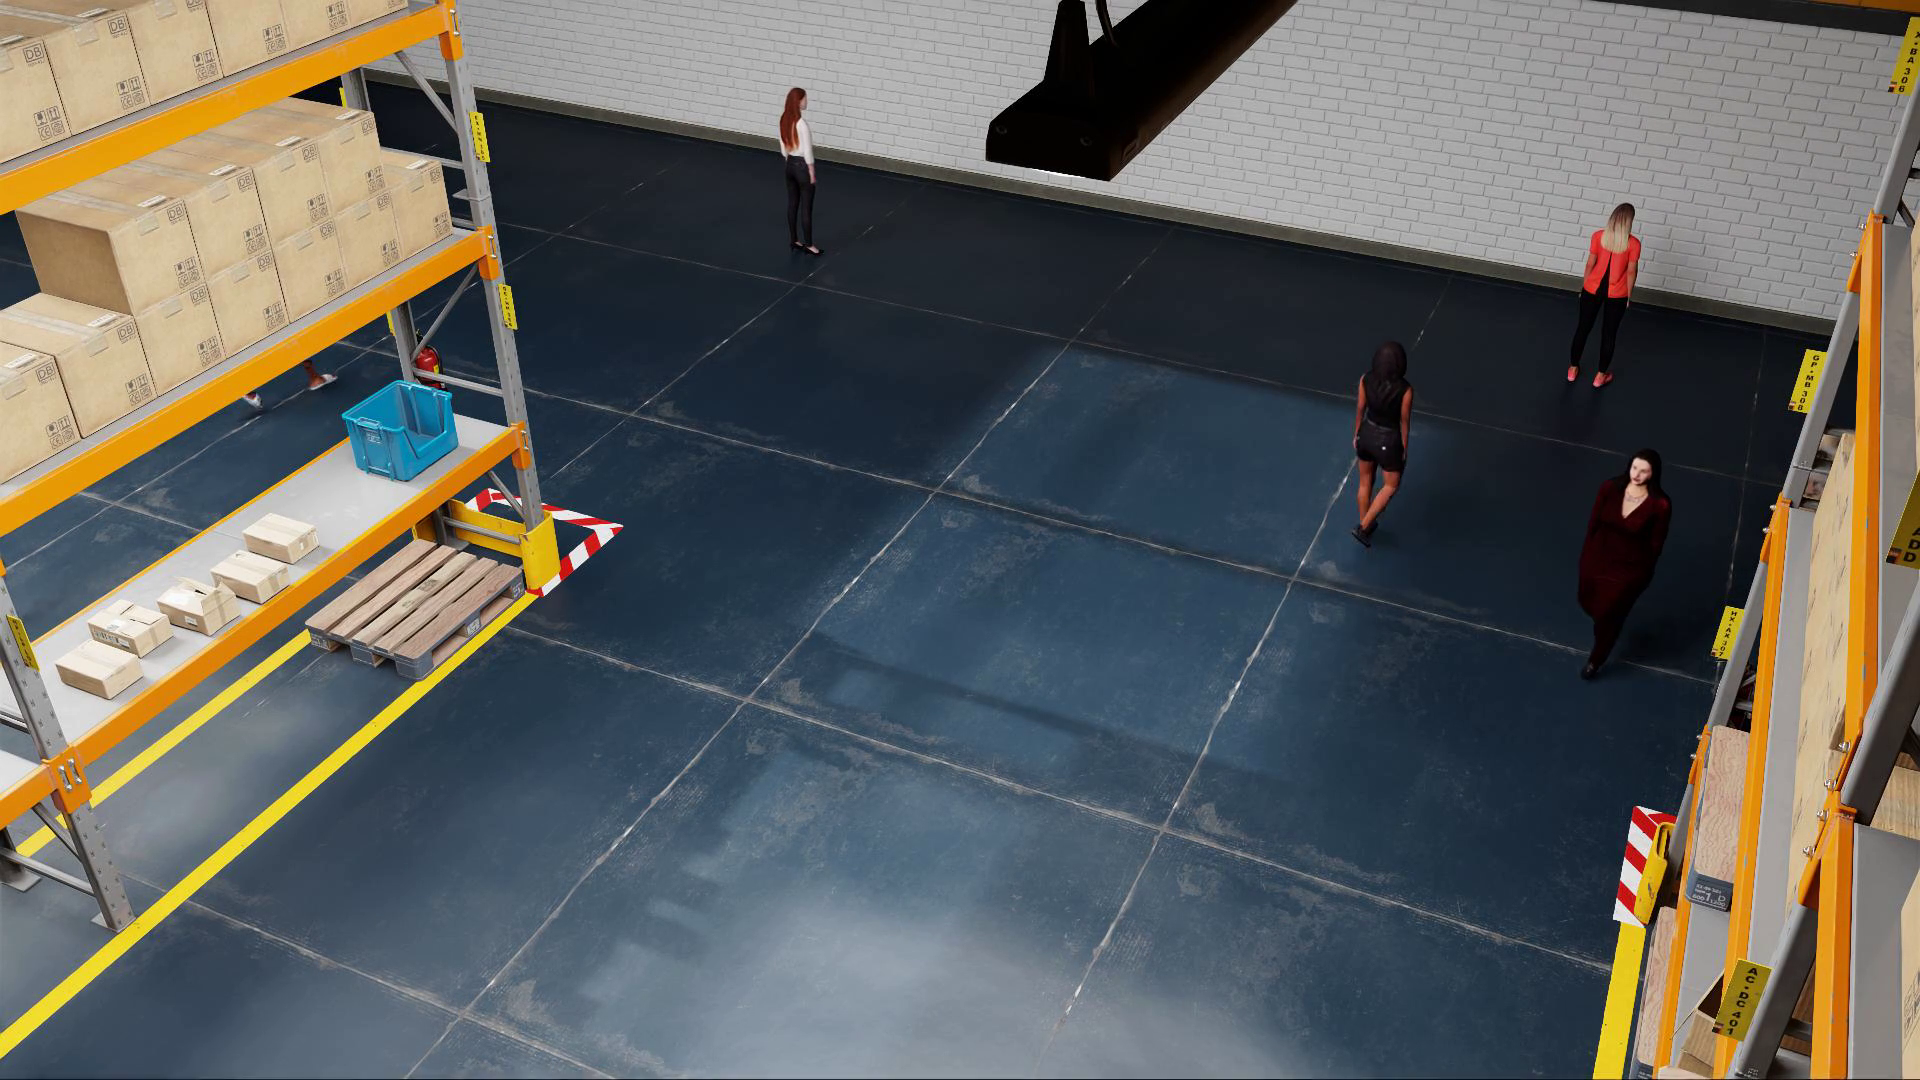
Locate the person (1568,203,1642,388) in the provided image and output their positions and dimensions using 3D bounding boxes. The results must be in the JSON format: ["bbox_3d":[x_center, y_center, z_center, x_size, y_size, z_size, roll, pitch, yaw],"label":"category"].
[{"bbox_3d":[5.736,-2.191,14.796,0.625,1.693,0.572,20,39,28],"label":"person"}]

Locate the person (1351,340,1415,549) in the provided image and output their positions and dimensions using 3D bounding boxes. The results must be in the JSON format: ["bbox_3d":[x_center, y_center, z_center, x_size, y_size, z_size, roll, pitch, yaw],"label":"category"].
[{"bbox_3d":[3.113,-0.669,12.473,0.727,1.731,0.891,25,41,33],"label":"person"}]

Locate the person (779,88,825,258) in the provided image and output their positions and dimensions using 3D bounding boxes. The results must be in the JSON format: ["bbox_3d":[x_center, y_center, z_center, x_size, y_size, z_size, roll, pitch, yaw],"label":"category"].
[{"bbox_3d":[-1.655,-3.782,17.128,0.648,1.762,0.605,28,43,35],"label":"person"}]

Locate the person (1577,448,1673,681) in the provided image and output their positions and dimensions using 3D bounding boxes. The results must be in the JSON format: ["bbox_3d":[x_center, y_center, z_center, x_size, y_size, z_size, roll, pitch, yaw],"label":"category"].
[{"bbox_3d":[4.495,0.120,11.281,0.836,1.737,1.020,26,42,34],"label":"person"}]
